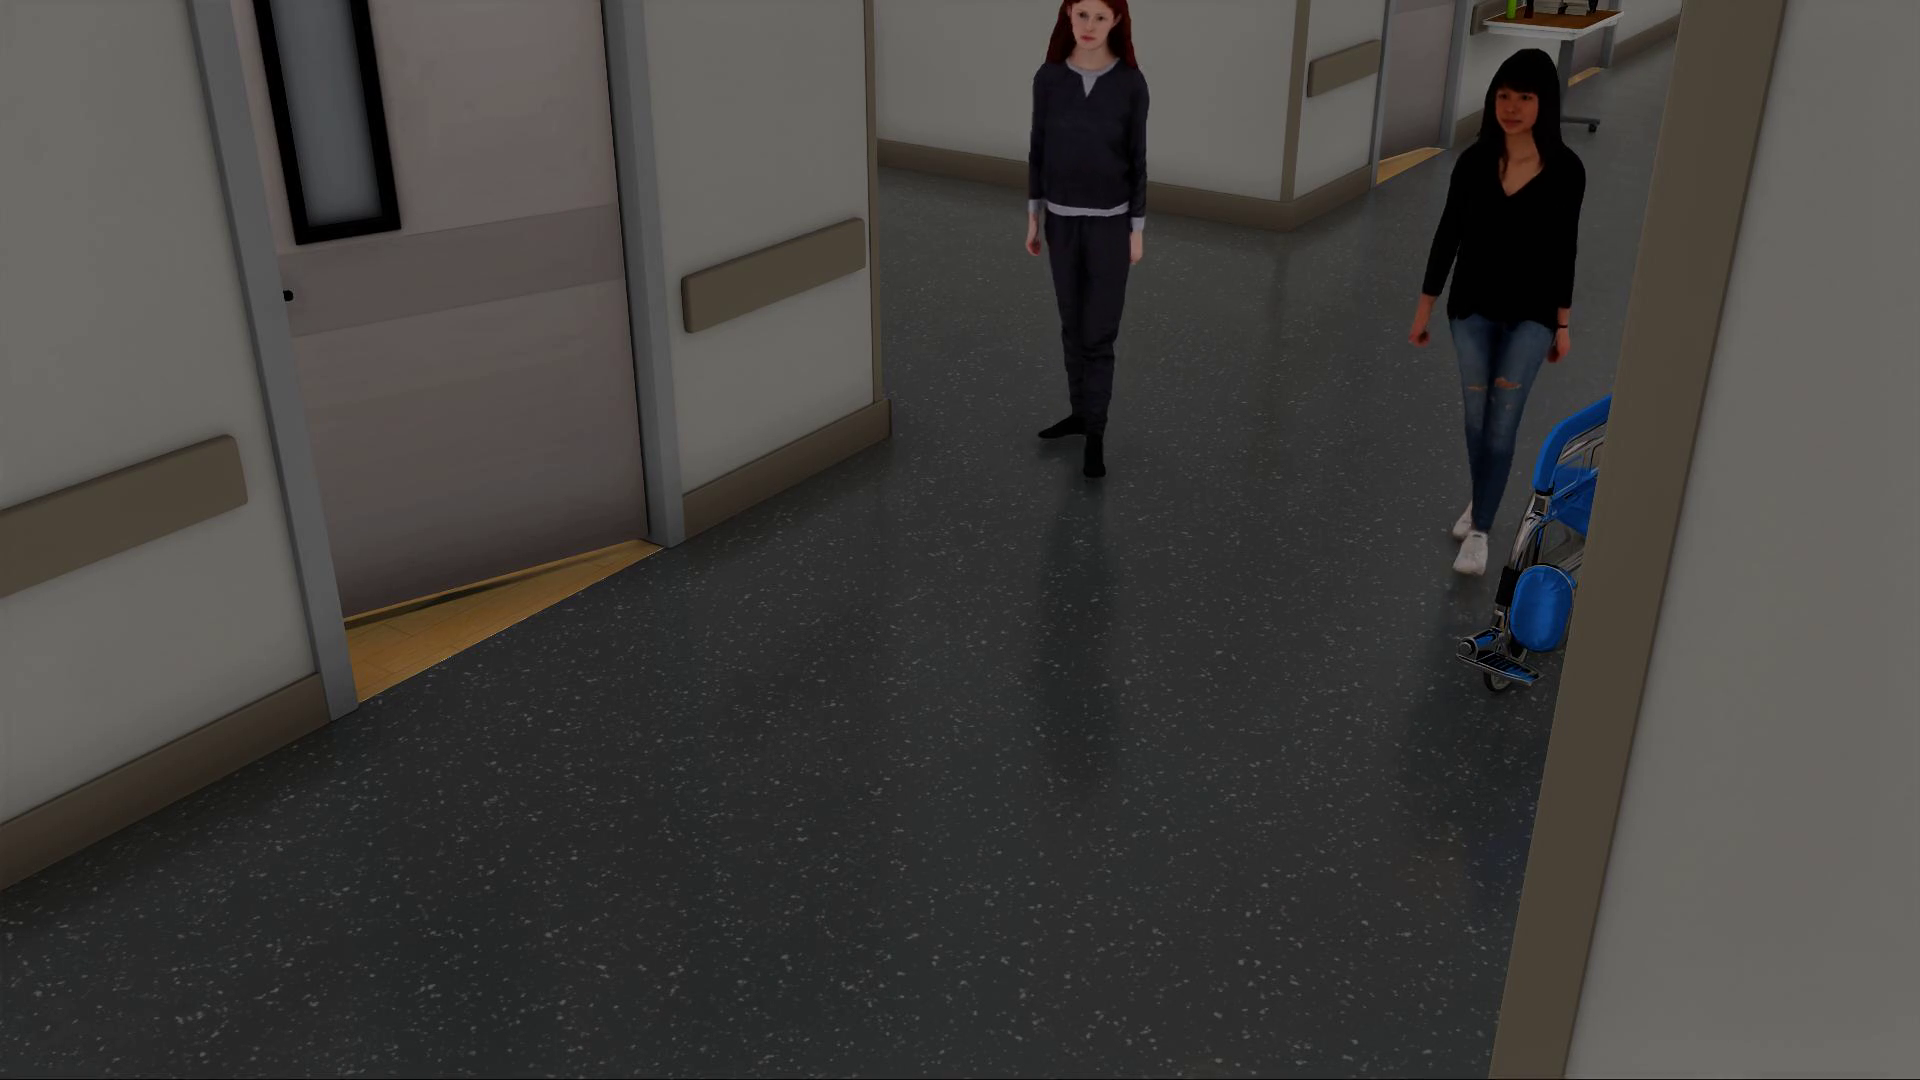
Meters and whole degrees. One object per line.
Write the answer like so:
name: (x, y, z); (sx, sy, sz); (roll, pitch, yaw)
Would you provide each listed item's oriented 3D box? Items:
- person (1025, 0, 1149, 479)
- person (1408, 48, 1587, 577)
person: (0.466, -1.137, 6.014); (0.628, 1.761, 0.788); (16, 30, 30)
person: (1.773, -0.752, 5.371); (0.618, 1.627, 0.855); (16, 30, 30)
